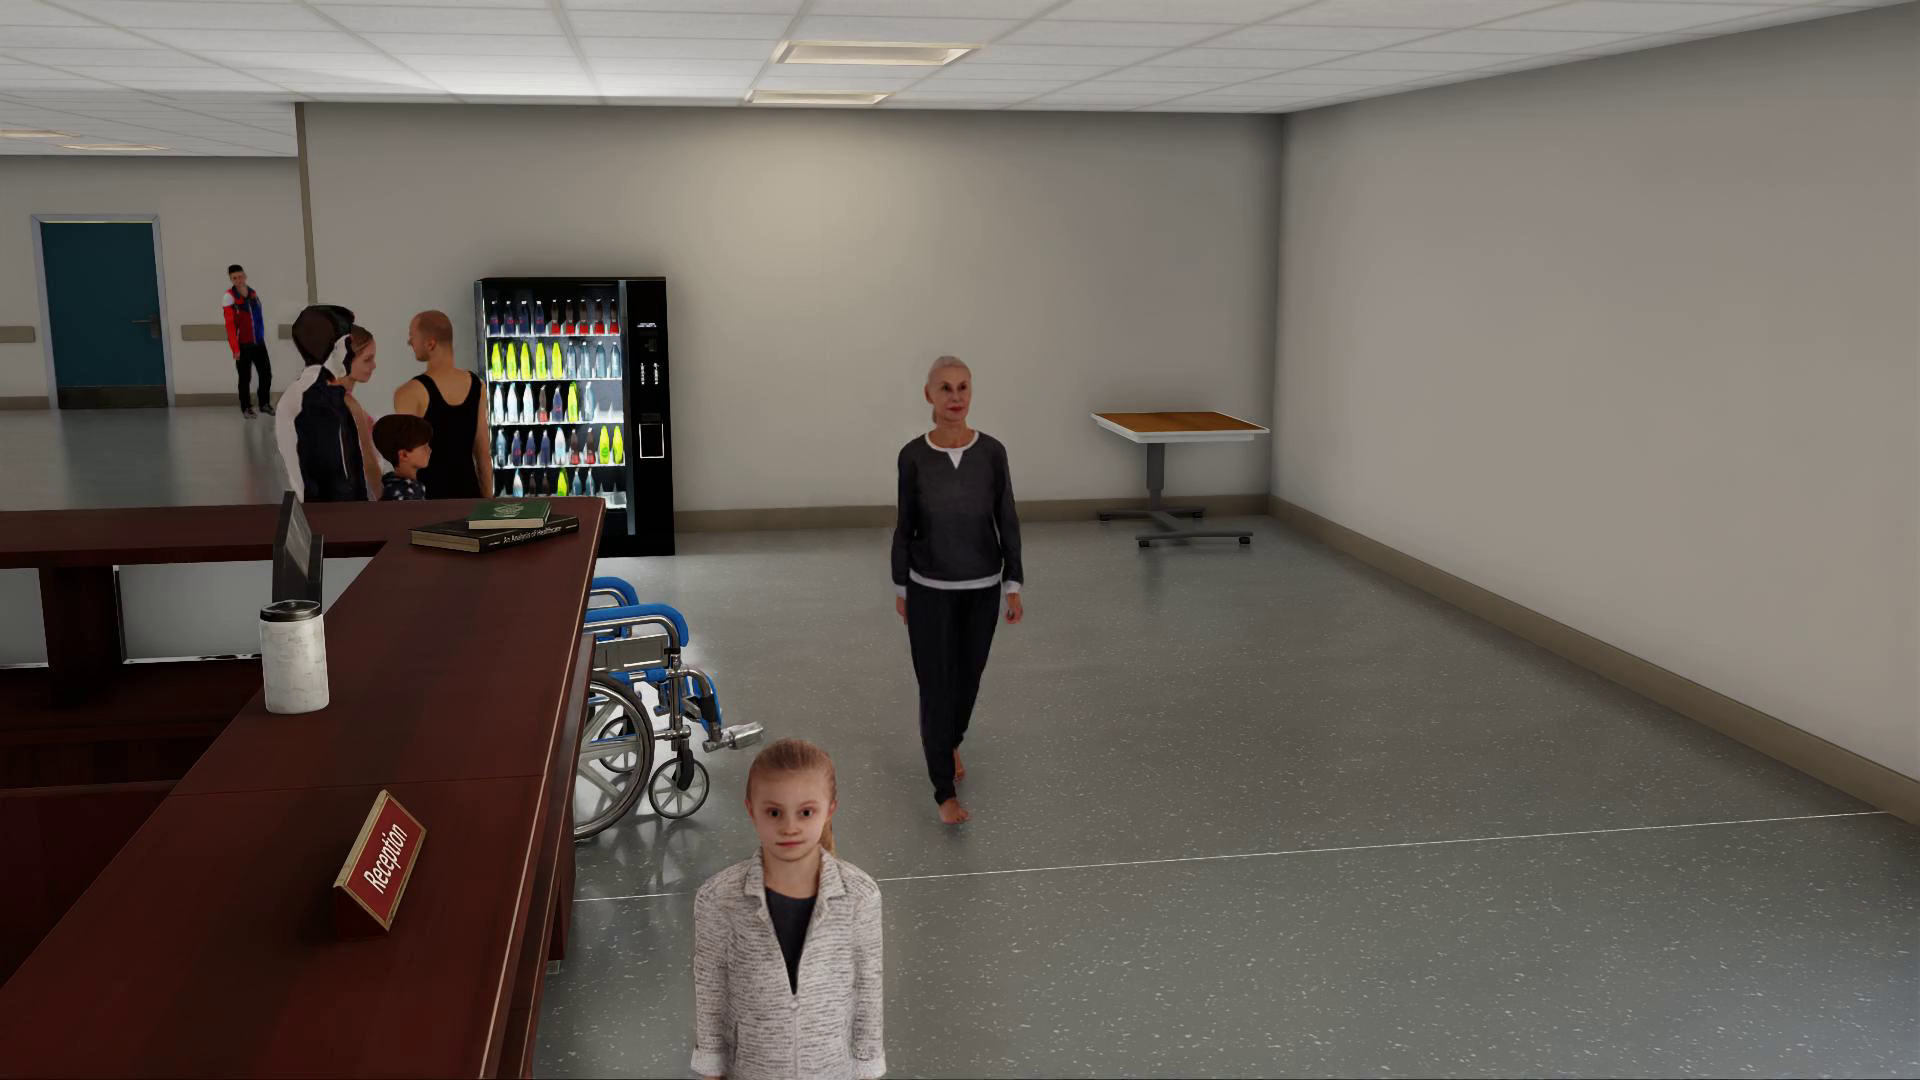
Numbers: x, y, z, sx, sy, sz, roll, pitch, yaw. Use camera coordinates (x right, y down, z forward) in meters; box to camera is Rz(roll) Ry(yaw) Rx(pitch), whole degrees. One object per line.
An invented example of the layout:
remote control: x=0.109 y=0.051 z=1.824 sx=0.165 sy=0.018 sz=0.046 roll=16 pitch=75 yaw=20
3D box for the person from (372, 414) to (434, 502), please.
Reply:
person: x=-2.329 y=0.196 z=6.871 sx=0.883 sy=1.424 sz=0.674 roll=-5 pitch=12 yaw=-26

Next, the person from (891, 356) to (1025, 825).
person: x=-0.035 y=0.164 z=6.331 sx=1.005 sy=1.690 sz=0.694 roll=-2 pitch=11 yaw=-13

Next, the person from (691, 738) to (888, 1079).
person: x=-0.324 y=0.978 z=3.143 sx=0.517 sy=1.271 sz=0.576 roll=-1 pitch=11 yaw=-7

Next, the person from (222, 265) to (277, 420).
person: x=-8.039 y=-2.210 z=18.739 sx=0.845 sy=1.728 sz=0.807 roll=4 pitch=11 yaw=18

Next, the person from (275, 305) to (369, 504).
person: x=-2.575 y=0.055 z=6.485 sx=1.235 sy=1.845 sz=0.960 roll=-6 pitch=12 yaw=-28

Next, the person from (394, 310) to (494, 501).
person: x=-2.289 y=-0.123 z=7.600 sx=1.169 sy=1.781 sz=1.139 roll=9 pitch=14 yaw=40
